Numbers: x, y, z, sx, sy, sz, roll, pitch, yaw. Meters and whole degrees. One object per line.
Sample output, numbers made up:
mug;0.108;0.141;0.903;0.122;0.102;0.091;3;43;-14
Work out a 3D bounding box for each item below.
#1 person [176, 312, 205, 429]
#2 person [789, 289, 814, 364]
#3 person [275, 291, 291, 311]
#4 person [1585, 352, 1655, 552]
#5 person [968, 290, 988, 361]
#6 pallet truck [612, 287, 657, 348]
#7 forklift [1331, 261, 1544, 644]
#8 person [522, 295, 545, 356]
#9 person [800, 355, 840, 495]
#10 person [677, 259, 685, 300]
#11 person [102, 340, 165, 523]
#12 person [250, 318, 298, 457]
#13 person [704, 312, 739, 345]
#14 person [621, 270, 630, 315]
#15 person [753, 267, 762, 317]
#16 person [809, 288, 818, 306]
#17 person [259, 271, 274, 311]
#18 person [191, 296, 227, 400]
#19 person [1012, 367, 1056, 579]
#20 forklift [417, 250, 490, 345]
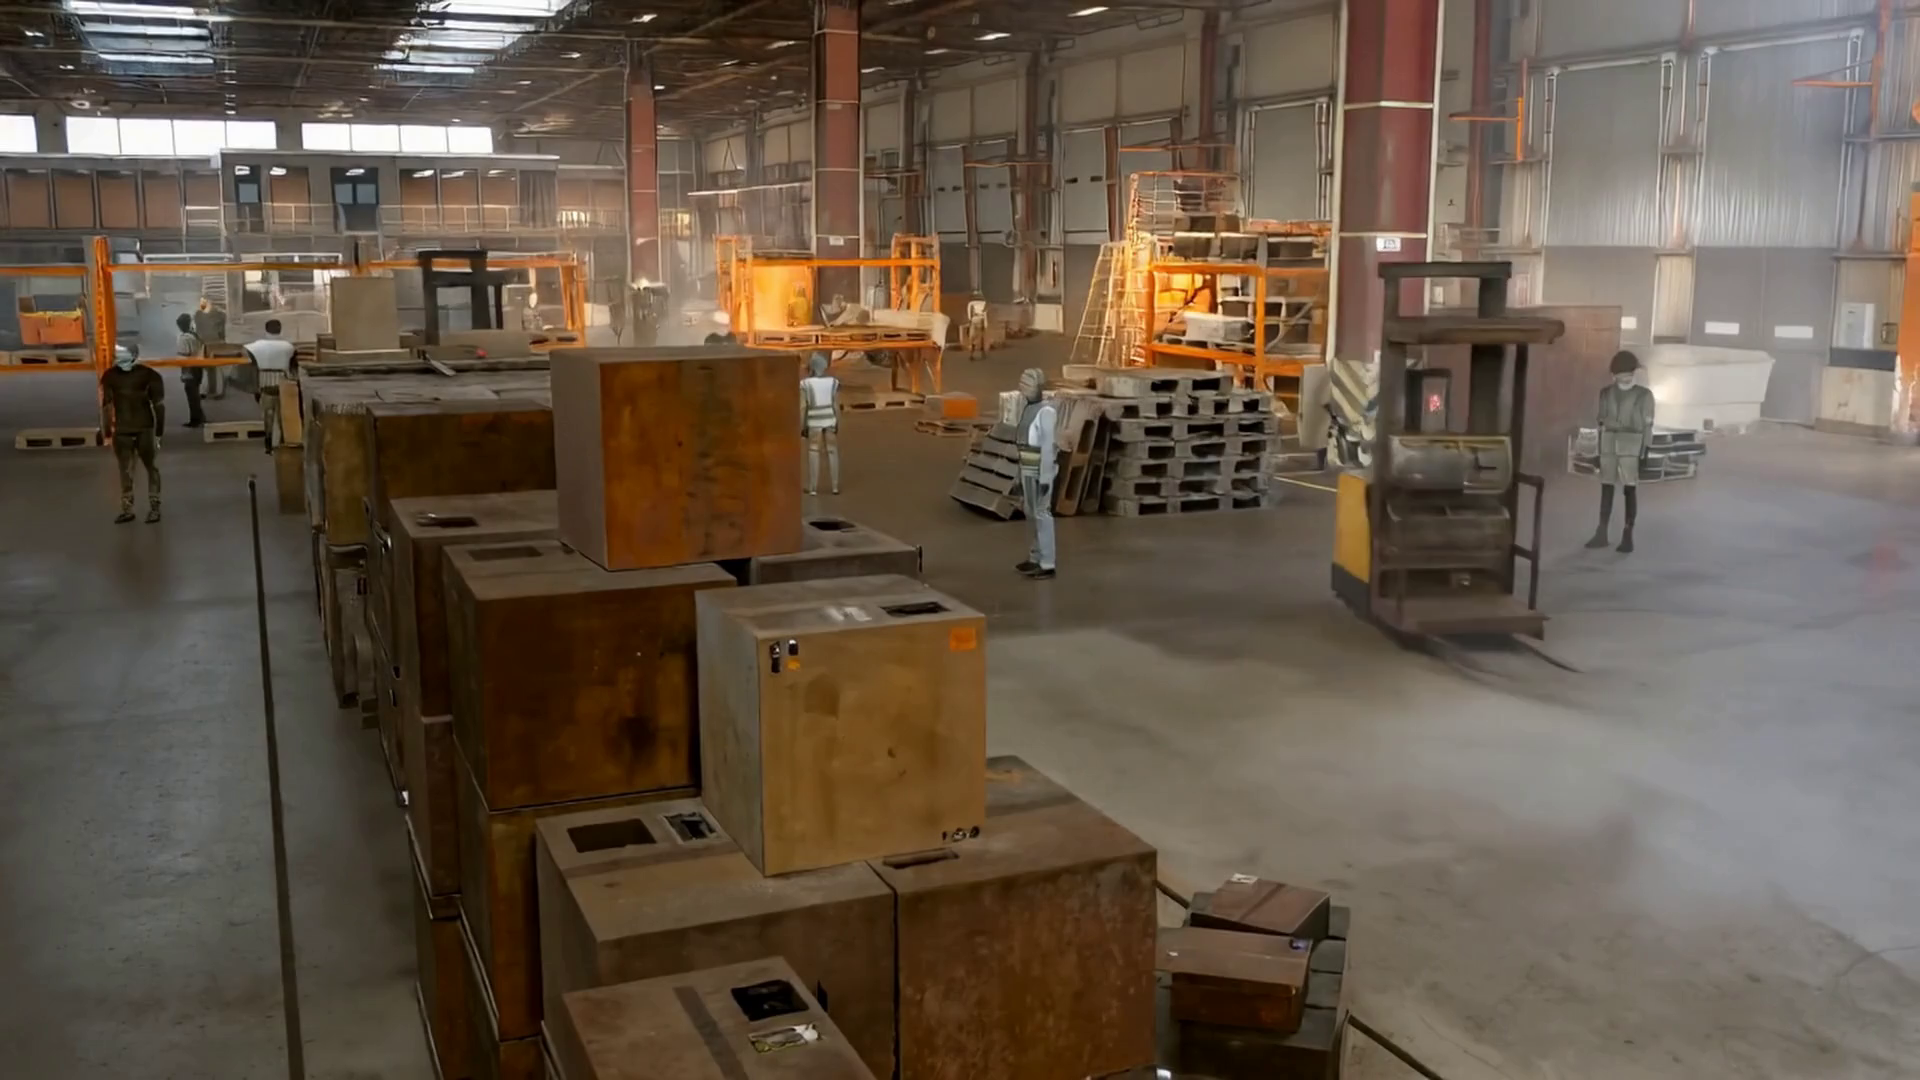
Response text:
person;-12.144;-2.665;26.241;0.355;1.843;0.542;1;10;5
person;-3.766;-5.037;39.420;0.628;1.812;0.808;1;10;8
person;-14.447;-4.388;35.660;0.319;1.870;0.521;2;10;10
person;6.341;-0.844;15.966;0.385;1.927;0.545;-9;14;-41
person;0.449;-5.288;40.956;0.492;1.745;0.284;0;10;-1
pallet truck;-6.464;-4.406;35.401;0.823;1.965;1.885;6;12;32
forklift;3.683;-0.762;12.888;1.129;2.768;1.873;-1;10;-4
person;-9.802;-4.764;38.202;0.535;1.699;0.318;0;10;2
person;-1.640;-1.339;19.482;0.515;1.641;0.314;-5;12;-27
person;-13.637;-12.723;81.250;0.377;1.995;0.608;-7;12;-33
person;-8.714;-1.139;17.564;0.629;1.940;0.373;-1;10;-6
person;-9.411;-2.084;22.872;0.600;1.907;0.392;-3;11;-18
person;-3.684;-2.593;25.776;0.601;1.875;1.022;-6;12;-29
person;-12.845;-9.614;64.737;0.637;1.779;1.004;-2;10;-11
person;-7.769;-9.537;63.919;0.409;1.913;0.599;-3;11;-16
person;-3.998;-6.559;47.637;0.641;1.870;1.028;1;10;5
person;-23.271;-8.089;55.976;0.558;1.889;0.621;3;11;14
person;-13.942;-3.555;30.878;0.634;1.936;0.351;-1;10;-7
person;0.670;-0.591;14.728;0.351;1.878;0.568;-3;11;-17
forklift;-7.264;-2.786;24.042;1.129;2.768;1.873;-8;13;-37
